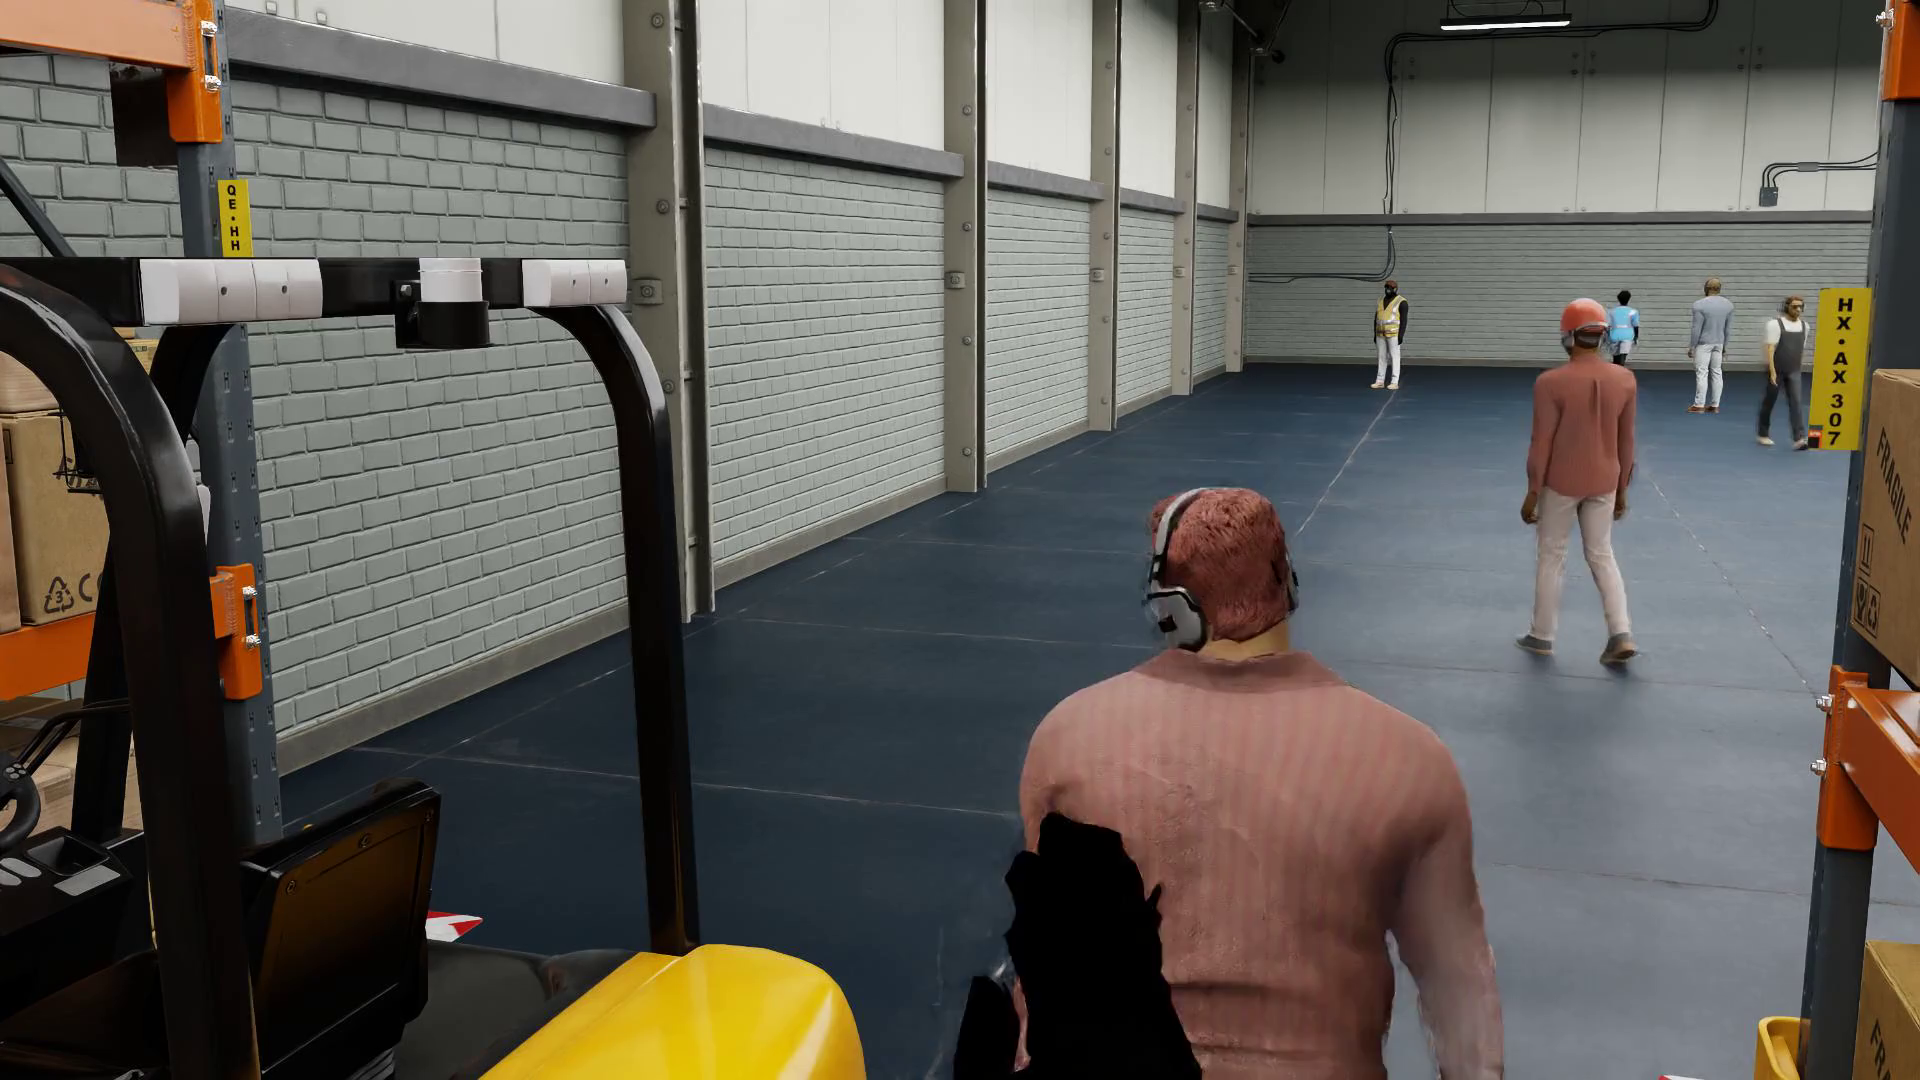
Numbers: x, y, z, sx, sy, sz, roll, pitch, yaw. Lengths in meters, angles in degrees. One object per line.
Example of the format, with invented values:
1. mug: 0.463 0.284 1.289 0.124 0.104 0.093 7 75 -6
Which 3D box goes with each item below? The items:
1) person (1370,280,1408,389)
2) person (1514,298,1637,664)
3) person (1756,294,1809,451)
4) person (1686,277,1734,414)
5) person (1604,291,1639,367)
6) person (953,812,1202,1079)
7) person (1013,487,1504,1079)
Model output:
1. person: 7.292 -3.490 28.310 0.429 1.846 0.627 -8 12 -39
2. person: 3.364 -0.303 9.007 0.637 2.008 0.636 -2 10 -11
3. person: 9.555 -1.939 19.240 0.508 1.797 0.986 0 10 -1
4. person: 10.684 -2.769 23.731 0.635 1.939 0.366 -2 10 -14
5. person: 11.516 -3.500 28.930 0.539 1.650 0.893 6 11 31
6. person: 0.104 1.049 1.136 0.658 1.888 0.663 7 12 36
7. person: 0.465 0.836 2.556 0.708 1.835 1.029 4 10 20
